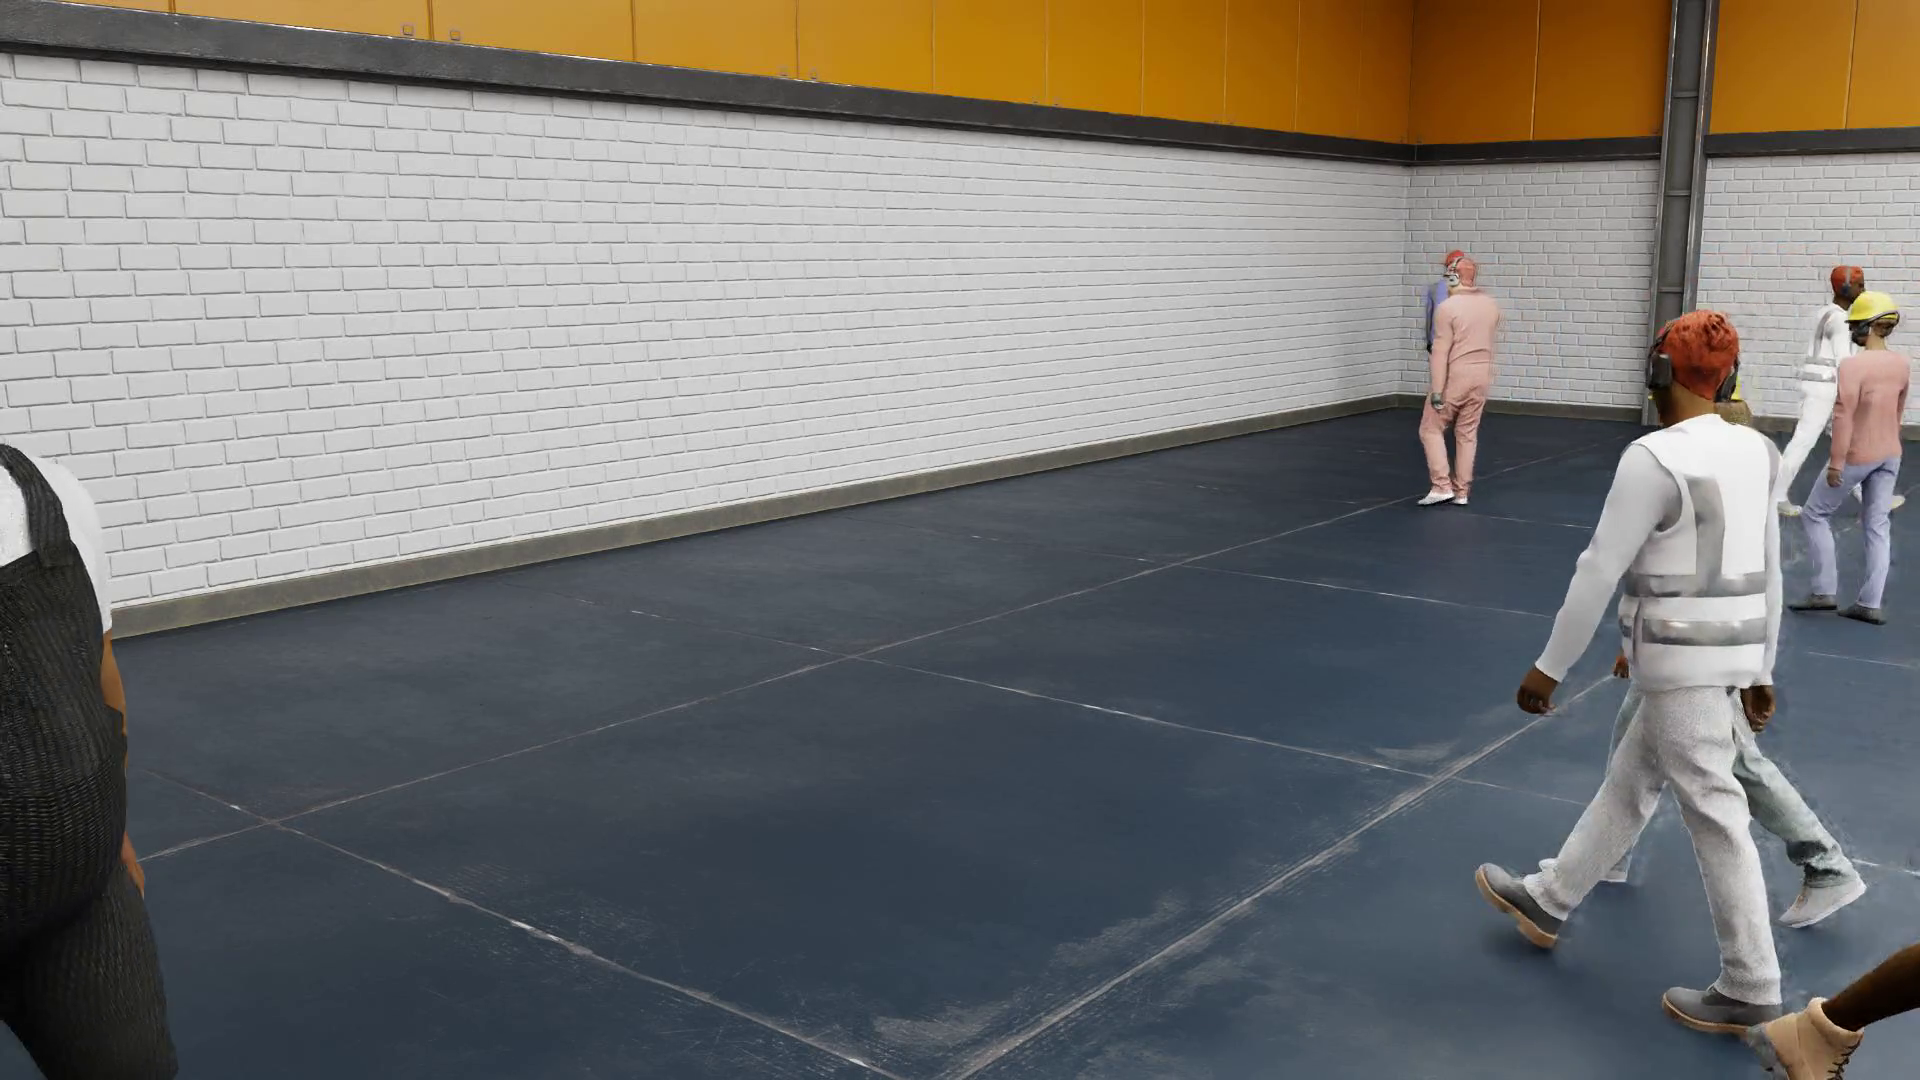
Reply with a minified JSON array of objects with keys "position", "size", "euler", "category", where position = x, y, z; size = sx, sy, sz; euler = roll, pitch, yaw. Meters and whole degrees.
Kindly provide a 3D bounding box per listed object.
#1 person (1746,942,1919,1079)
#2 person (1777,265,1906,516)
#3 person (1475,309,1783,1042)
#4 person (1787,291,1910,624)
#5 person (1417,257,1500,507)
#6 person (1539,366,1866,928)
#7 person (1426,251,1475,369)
[{"position":[2.094,0.442,3.324],"size":[0.621,2.004,0.930],"euler":[-9,13,-40],"category":"person"},{"position":[6.380,-1.061,12.070],"size":[0.976,1.831,0.599],"euler":[4,11,23],"category":"person"},{"position":[1.806,0.318,4.403],"size":[0.595,1.832,1.002],"euler":[-9,14,-40],"category":"person"},{"position":[4.754,-0.442,8.870],"size":[0.562,1.745,0.570],"euler":[-4,11,-22],"category":"person"},{"position":[3.757,-1.181,12.571],"size":[0.670,1.898,0.440],"euler":[-6,12,-28],"category":"person"},{"position":[2.283,0.286,4.985],"size":[0.875,1.704,0.487],"euler":[4,11,21],"category":"person"},{"position":[5.366,-2.191,18.161],"size":[0.570,1.891,0.941],"euler":[6,12,30],"category":"person"}]
